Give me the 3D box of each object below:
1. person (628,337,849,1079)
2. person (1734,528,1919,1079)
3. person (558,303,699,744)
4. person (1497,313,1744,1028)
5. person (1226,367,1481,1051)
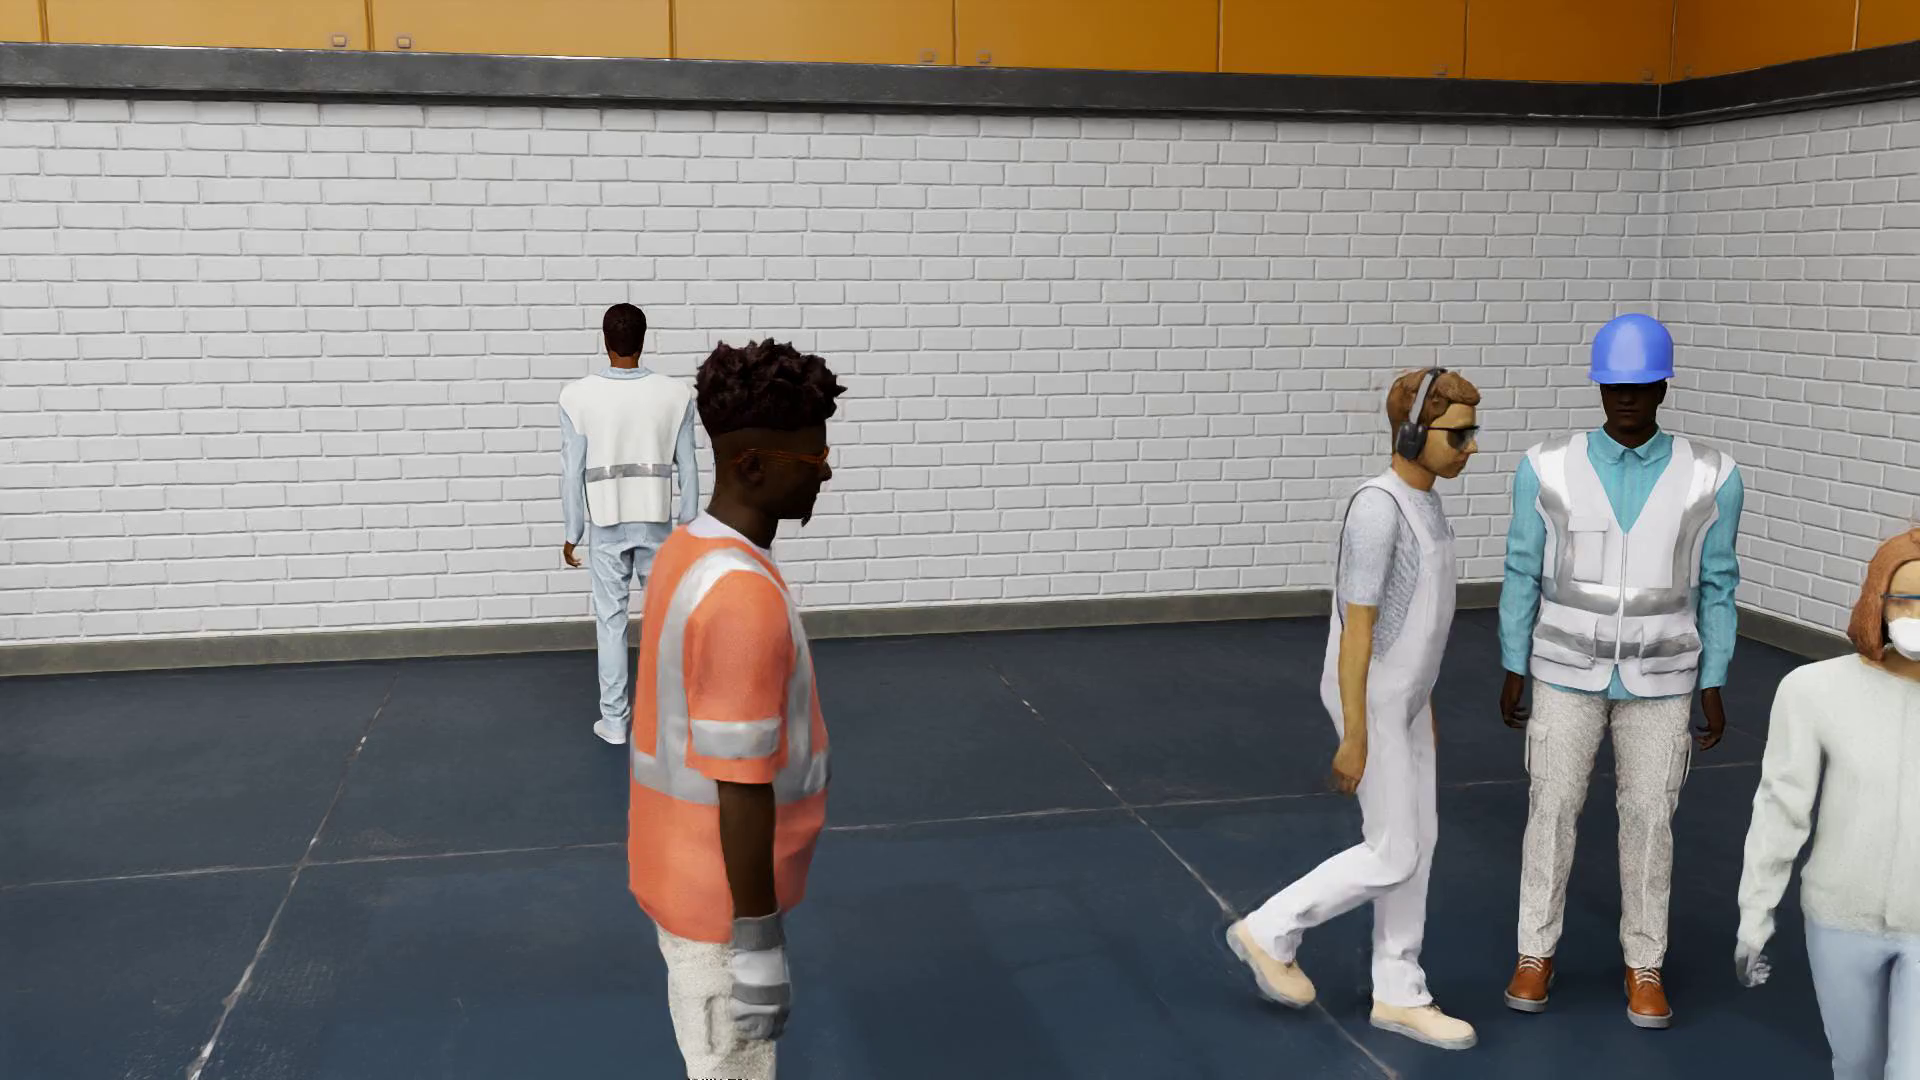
[{"bbox_3d":[-0.404,0.607,3.045,0.402,1.952,0.639,-2,10,-14],"label":"person"},{"bbox_3d":[1.787,0.761,3.211,0.517,1.578,0.873,6,11,34],"label":"person"},{"bbox_3d":[-1.430,-0.065,7.250,0.597,1.916,0.370,-3,10,-19],"label":"person"},{"bbox_3d":[1.792,0.359,4.570,0.612,1.947,0.388,3,10,19],"label":"person"},{"bbox_3d":[1.080,0.447,4.411,0.565,1.825,0.534,5,11,30],"label":"person"}]
